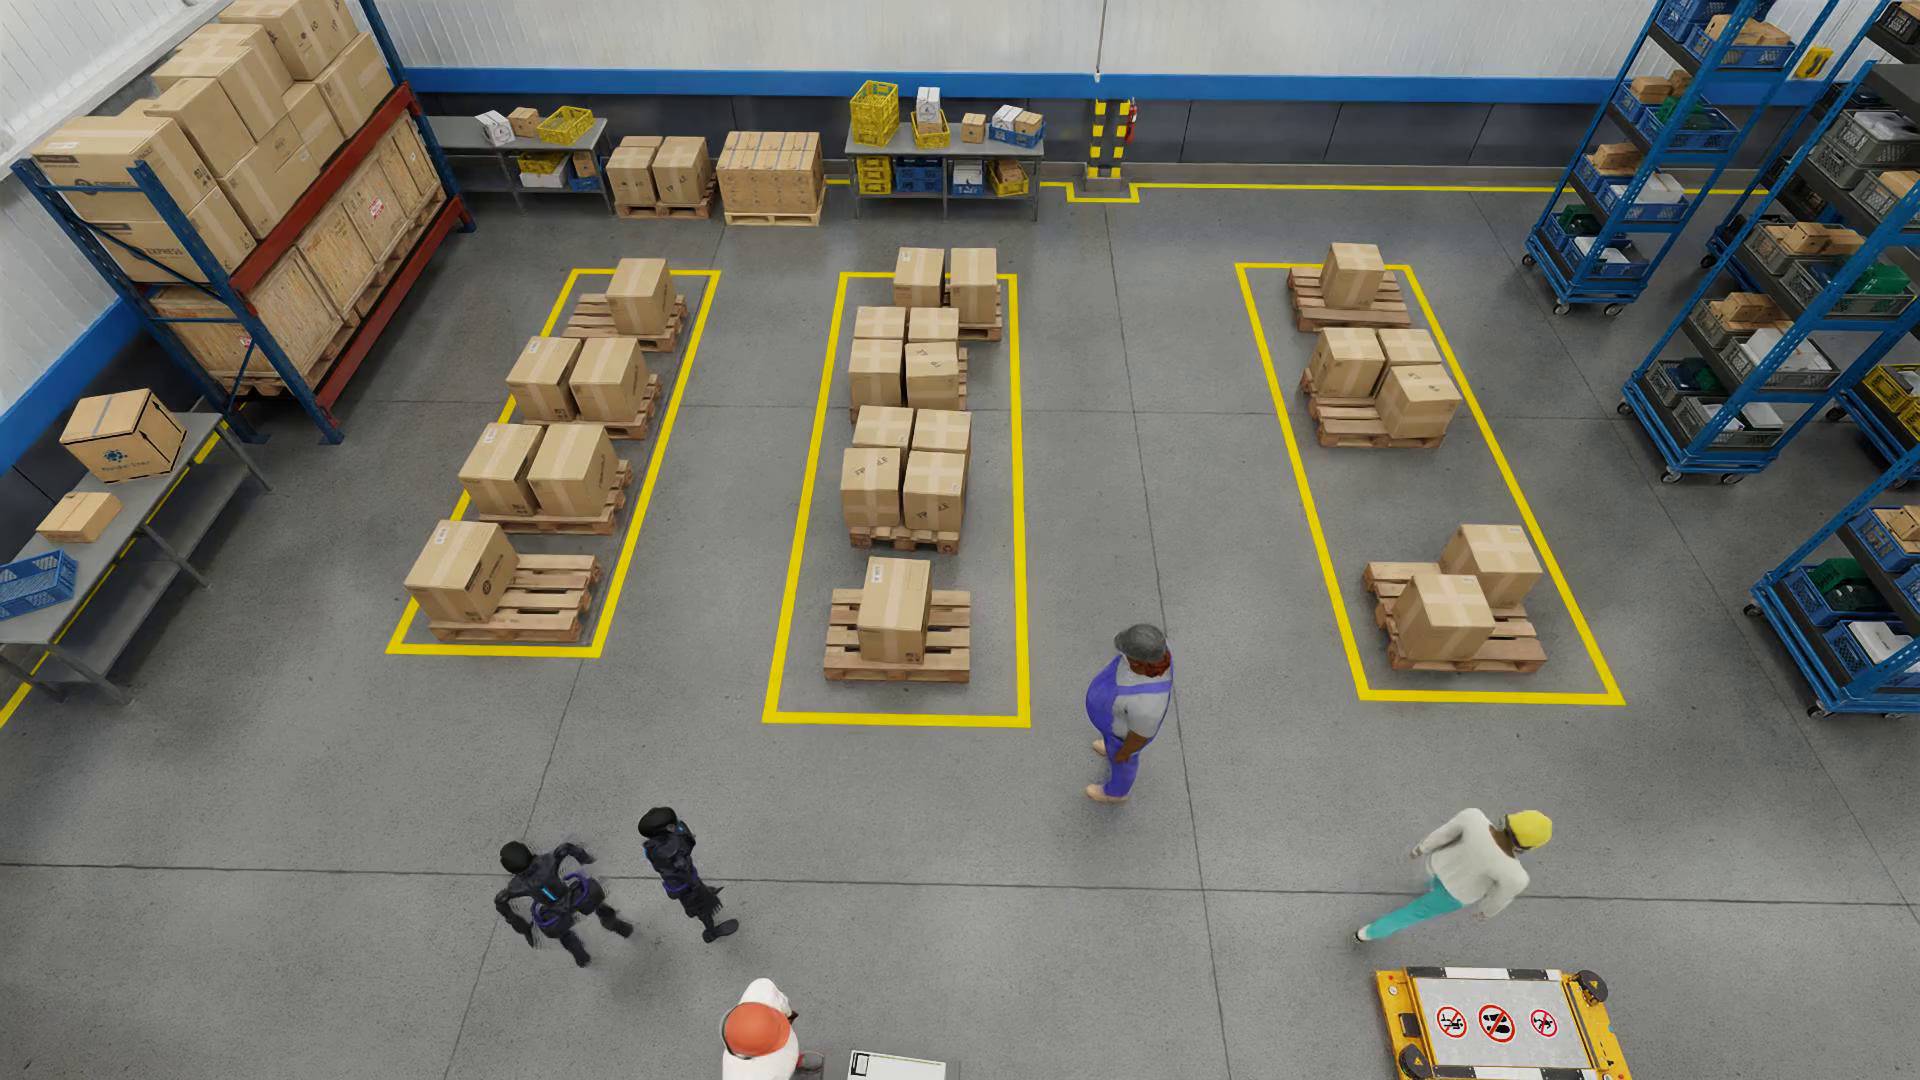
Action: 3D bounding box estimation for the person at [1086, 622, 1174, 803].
[{"bbox_3d":[1.132,1.195,6.370,0.536,2.000,0.685,11,52,9],"label":"person"}]

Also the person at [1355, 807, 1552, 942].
[{"bbox_3d":[3.143,2.135,5.807,0.939,1.708,0.537,-12,52,-10],"label":"person"}]

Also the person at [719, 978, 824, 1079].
[{"bbox_3d":[-1.017,2.870,5.043,0.405,1.986,0.615,4,51,3],"label":"person"}]

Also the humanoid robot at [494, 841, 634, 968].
[{"bbox_3d":[-2.519,2.239,5.753,0.587,1.650,0.424,-35,59,-25],"label":"humanoid robot"}]

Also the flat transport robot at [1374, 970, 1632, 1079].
[{"bbox_3d":[3.501,3.133,5.914,1.431,0.197,0.652,1,51,1],"label":"flat transport robot"}]

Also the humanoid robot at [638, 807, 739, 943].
[{"bbox_3d":[-1.751,2.103,5.853,0.324,1.657,0.602,-30,57,-22],"label":"humanoid robot"}]
